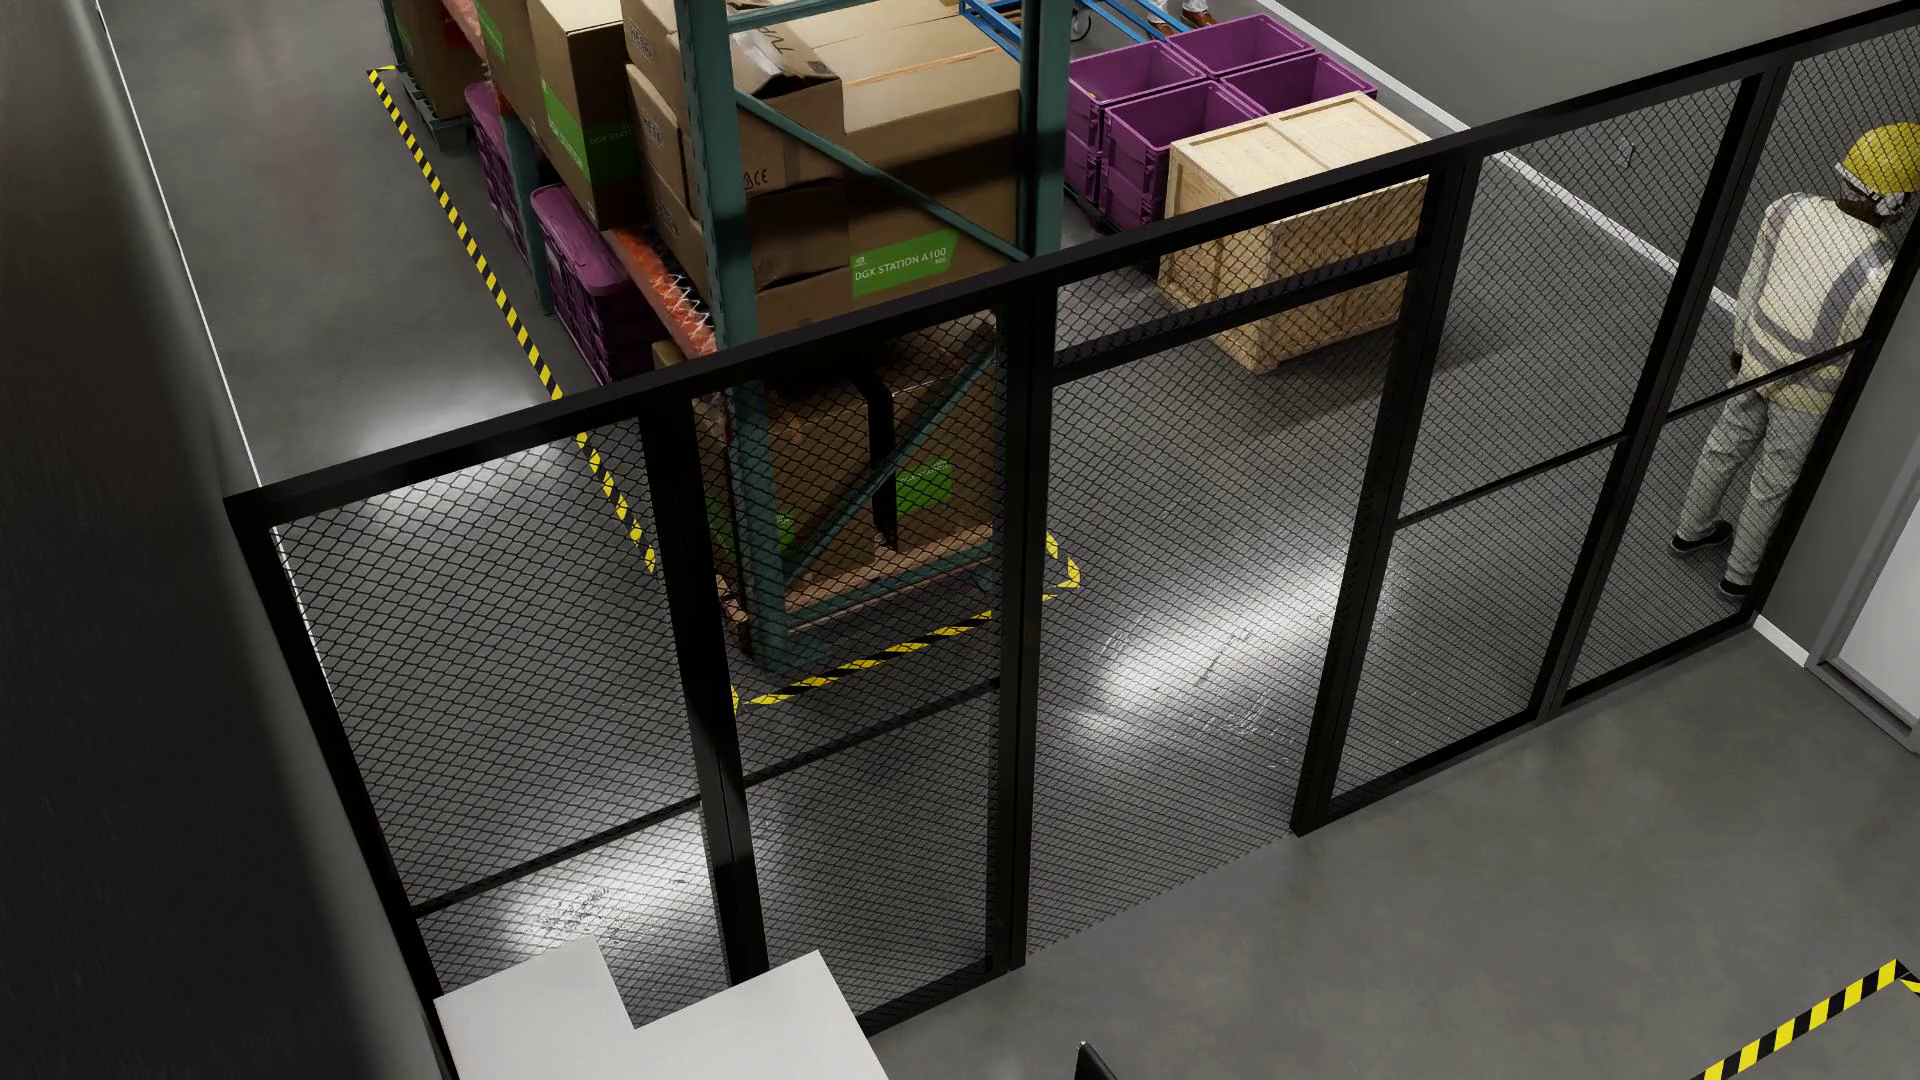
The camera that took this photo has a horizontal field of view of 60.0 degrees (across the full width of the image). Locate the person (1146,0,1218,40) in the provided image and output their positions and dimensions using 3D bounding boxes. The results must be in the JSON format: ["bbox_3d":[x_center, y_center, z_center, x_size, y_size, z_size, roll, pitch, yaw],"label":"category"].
[{"bbox_3d":[1.275,-3.629,8.915,0.630,1.940,0.372,-22,47,-22],"label":"person"}]

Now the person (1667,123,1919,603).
[{"bbox_3d":[2.857,-0.574,5.650,0.403,1.834,0.588,-14,44,-15],"label":"person"}]
